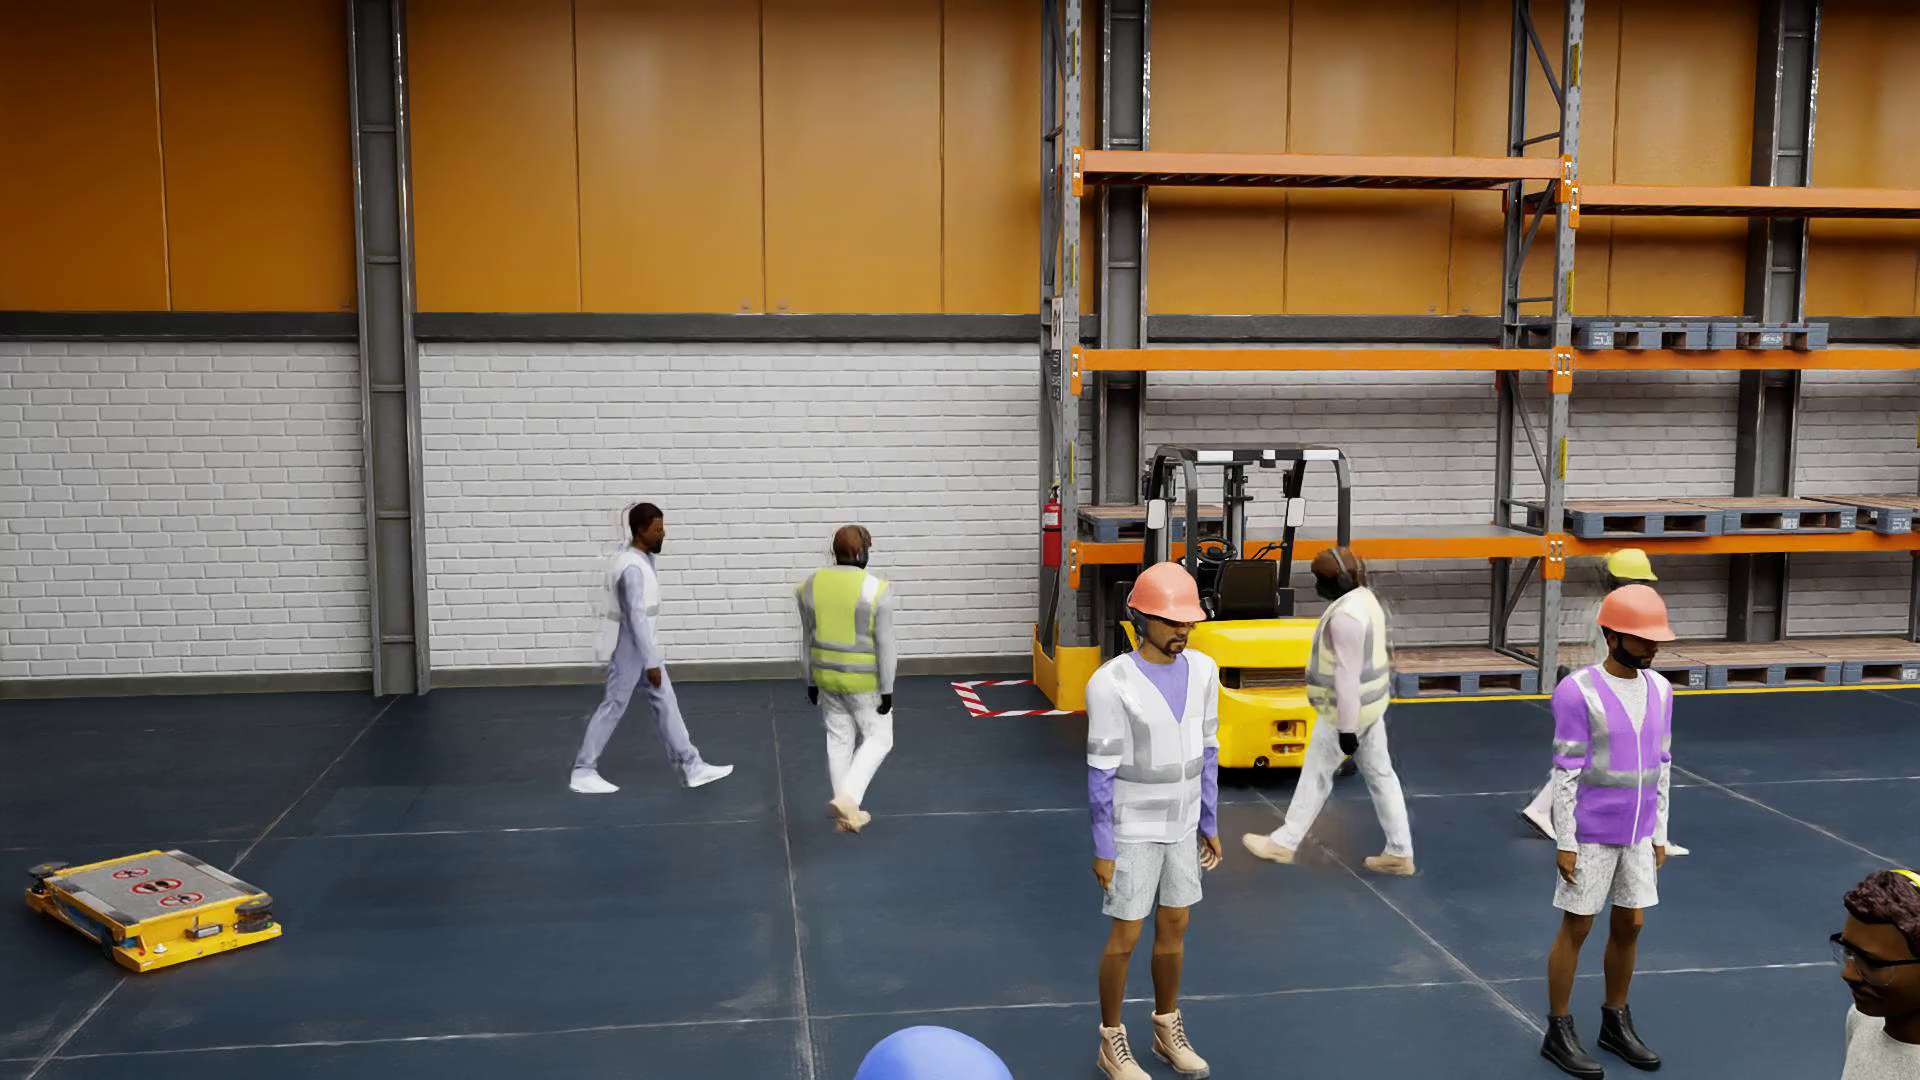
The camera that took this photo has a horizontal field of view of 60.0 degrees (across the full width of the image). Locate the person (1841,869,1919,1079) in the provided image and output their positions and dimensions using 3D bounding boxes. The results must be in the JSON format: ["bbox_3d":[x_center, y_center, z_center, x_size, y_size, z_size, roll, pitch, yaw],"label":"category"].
[{"bbox_3d":[1.789,1.533,3.199,0.334,1.860,0.509,0,7,1],"label":"person"}]

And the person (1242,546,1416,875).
[{"bbox_3d":[2.031,0.917,8.954,0.947,1.783,0.679,4,7,28],"label":"person"}]

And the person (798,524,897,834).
[{"bbox_3d":[-0.652,0.819,9.588,0.636,1.825,0.540,3,7,26],"label":"person"}]

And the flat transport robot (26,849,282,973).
[{"bbox_3d":[-3.944,1.760,8.090,1.431,0.197,0.652,6,9,42],"label":"flat transport robot"}]

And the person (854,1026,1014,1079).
[{"bbox_3d":[0.008,1.602,2.248,0.415,1.940,0.605,5,8,37],"label":"person"}]

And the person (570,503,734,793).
[{"bbox_3d":[-2.008,0.693,10.544,1.046,1.856,0.609,0,7,-2],"label":"person"}]

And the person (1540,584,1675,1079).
[{"bbox_3d":[2.558,1.125,6.477,0.548,1.929,0.388,-2,7,-19],"label":"person"}]

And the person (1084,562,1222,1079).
[{"bbox_3d":[0.759,1.091,6.338,0.601,2.036,0.421,-4,8,-34],"label":"person"}]

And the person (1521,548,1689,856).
[{"bbox_3d":[3.631,0.893,9.349,0.844,1.733,0.531,1,7,11],"label":"person"}]

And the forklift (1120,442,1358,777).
[{"bbox_3d":[1.912,0.418,11.496,1.214,2.155,2.313,-1,7,-8],"label":"forklift"}]
